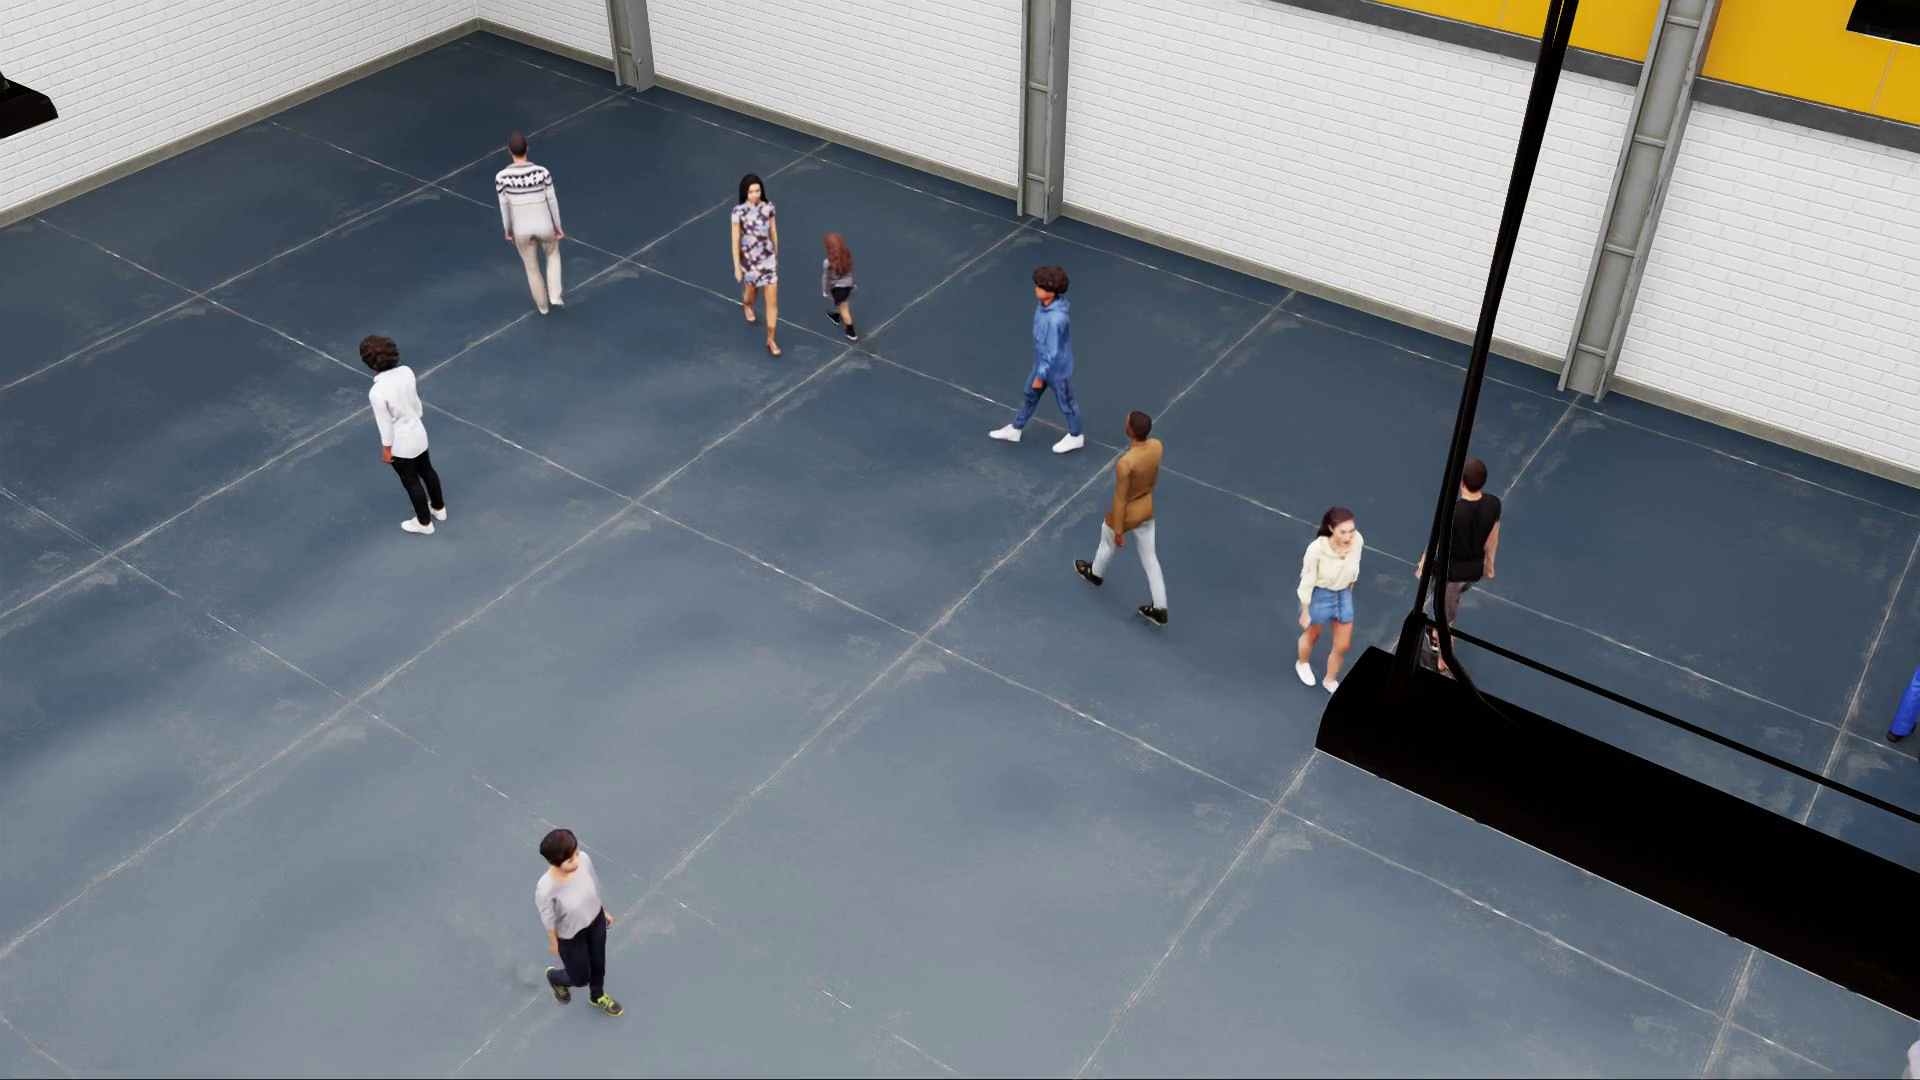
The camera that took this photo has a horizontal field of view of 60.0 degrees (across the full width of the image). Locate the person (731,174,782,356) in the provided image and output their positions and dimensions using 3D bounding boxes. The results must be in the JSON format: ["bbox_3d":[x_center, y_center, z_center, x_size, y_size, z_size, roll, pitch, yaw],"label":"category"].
[{"bbox_3d":[-1.916,-2.632,15.589,0.960,1.708,1.148,-15,41,-18],"label":"person"}]

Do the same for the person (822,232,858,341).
[{"bbox_3d":[-1.103,-2.399,15.797,0.577,1.083,0.755,-28,46,-31],"label":"person"}]

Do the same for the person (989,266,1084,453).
[{"bbox_3d":[0.877,-1.507,14.123,1.144,1.777,1.106,-9,40,-11],"label":"person"}]

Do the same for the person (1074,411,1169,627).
[{"bbox_3d":[1.356,-0.136,12.416,0.899,1.767,1.292,-27,46,-30],"label":"person"}]

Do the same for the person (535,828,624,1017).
[{"bbox_3d":[-2.272,2.206,9.663,0.709,1.541,0.579,21,43,24],"label":"person"}]

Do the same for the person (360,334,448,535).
[{"bbox_3d":[-4.428,-0.841,13.266,0.611,1.807,0.663,15,41,18],"label":"person"}]

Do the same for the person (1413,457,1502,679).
[{"bbox_3d":[3.594,0.266,11.850,0.924,1.844,0.993,-13,40,-15],"label":"person"}]

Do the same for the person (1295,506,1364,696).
[{"bbox_3d":[2.585,0.389,11.903,0.851,1.585,0.914,-11,40,-14],"label":"person"}]

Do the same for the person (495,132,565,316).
[{"bbox_3d":[-4.069,-2.957,15.883,0.830,1.847,0.870,-10,40,-12],"label":"person"}]
